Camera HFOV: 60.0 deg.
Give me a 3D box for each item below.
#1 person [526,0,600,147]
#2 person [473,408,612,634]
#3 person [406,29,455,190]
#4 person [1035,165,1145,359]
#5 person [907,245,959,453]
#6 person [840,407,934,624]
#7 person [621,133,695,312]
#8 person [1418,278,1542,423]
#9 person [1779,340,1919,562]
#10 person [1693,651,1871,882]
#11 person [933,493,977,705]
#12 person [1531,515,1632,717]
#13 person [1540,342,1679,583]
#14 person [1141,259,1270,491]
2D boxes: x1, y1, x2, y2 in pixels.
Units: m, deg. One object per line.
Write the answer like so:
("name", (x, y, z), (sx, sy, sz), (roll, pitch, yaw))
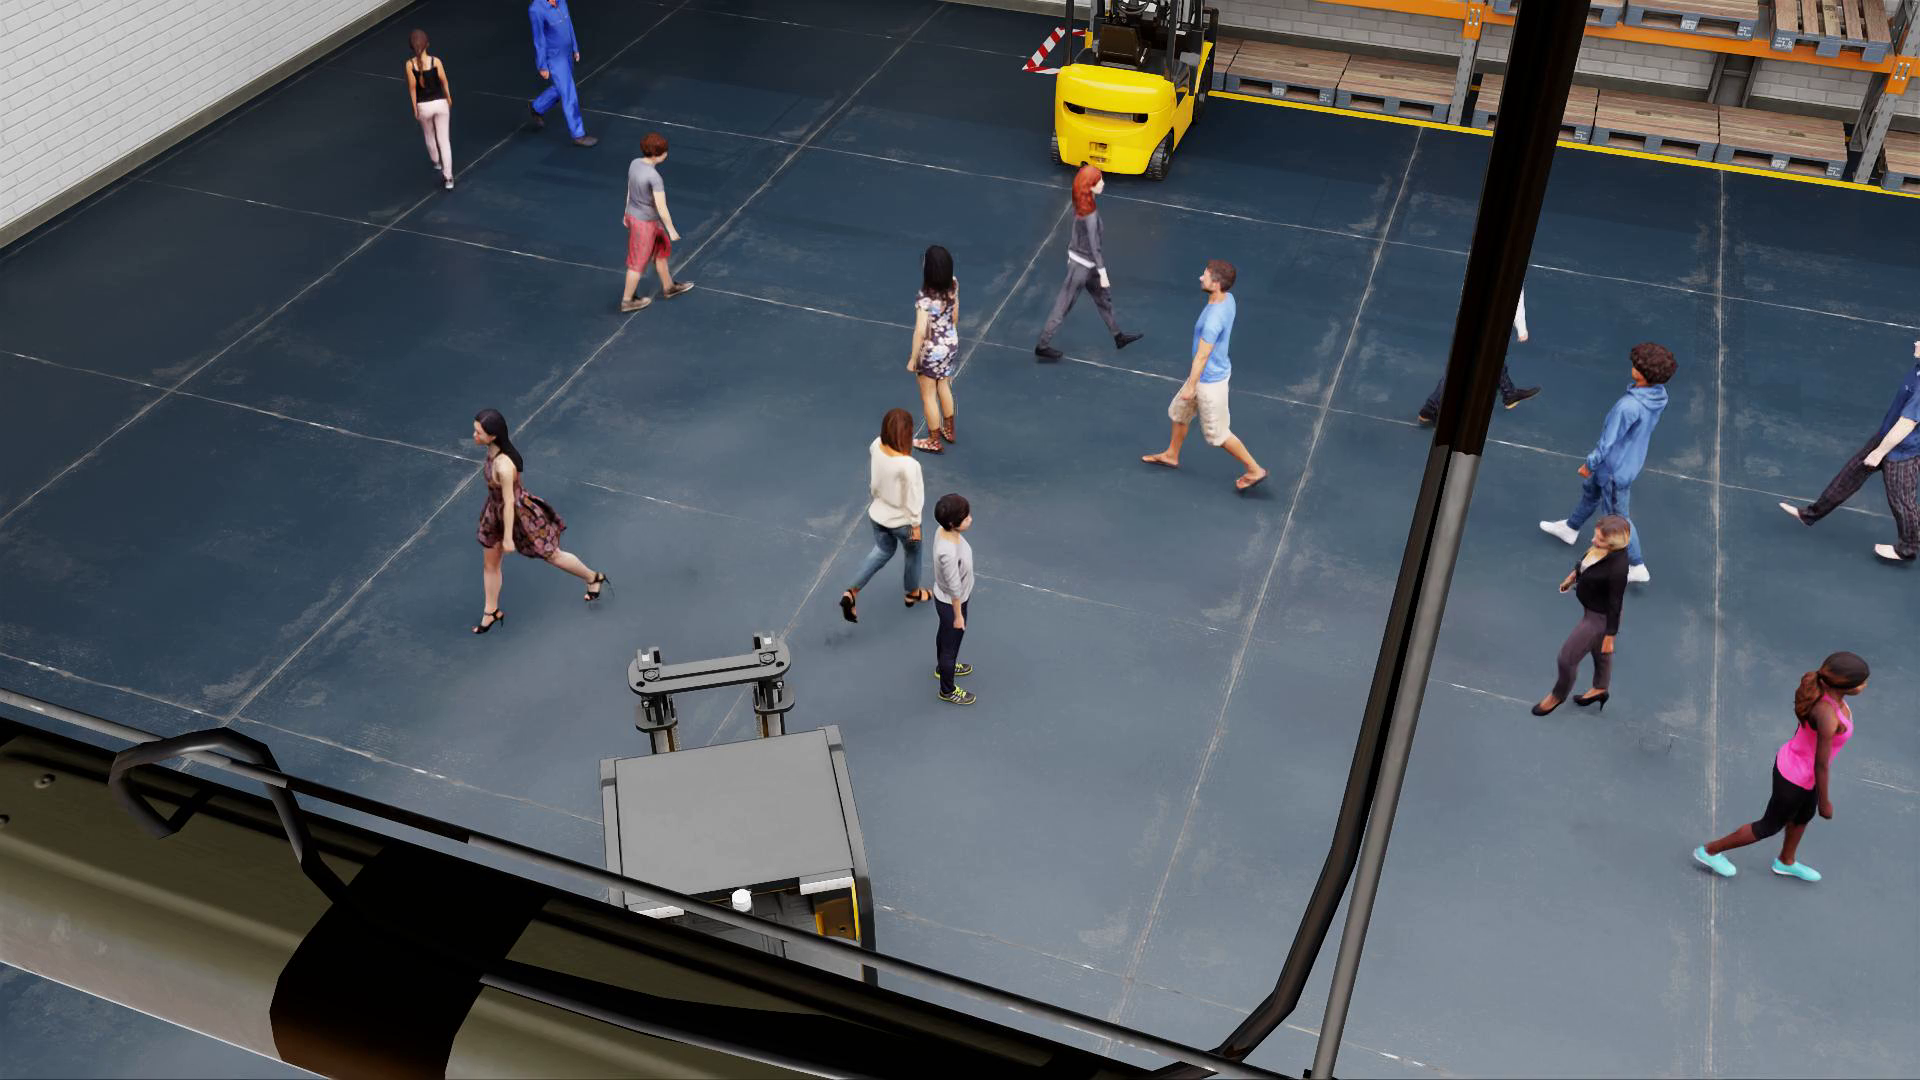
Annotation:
("person", (-4.155, -4.911, 16.874), (1.103, 1.806, 0.764), (11, 40, 13))
("person", (-2.820, -0.123, 10.944), (1.189, 1.725, 1.150), (-17, 42, -20))
("person", (-5.111, -4.148, 16.143), (0.939, 1.527, 0.943), (-12, 40, -14))
("person", (0.919, -2.195, 13.543), (1.247, 1.719, 0.972), (-4, 39, -5))
("person", (-0.178, -1.426, 12.570), (0.629, 1.732, 0.679), (24, 44, 27))
("person", (-0.500, -0.121, 10.999), (0.979, 1.653, 1.019), (-27, 46, -30))
("person", (-2.775, -2.690, 14.258), (0.994, 1.601, 0.973), (-26, 45, -29))
("person", (3.958, -1.640, 12.769), (1.325, 1.818, 0.999), (-5, 39, -6))
("person", (6.575, -0.612, 11.484), (1.207, 1.816, 0.766), (17, 42, 20))
("person", (4.555, 1.289, 9.196), (0.931, 1.700, 0.613), (15, 41, 18))
("person", (-0.058, 0.347, 10.493), (0.602, 1.553, 0.614), (-3, 39, -4))
("person", (4.004, 0.495, 10.241), (0.753, 1.637, 0.770), (11, 40, 14))
("person", (4.579, -0.501, 11.365), (1.236, 1.790, 0.976), (31, 48, 32))
("person", (1.913, -1.168, 12.161), (1.228, 1.840, 0.700), (9, 40, 12))
